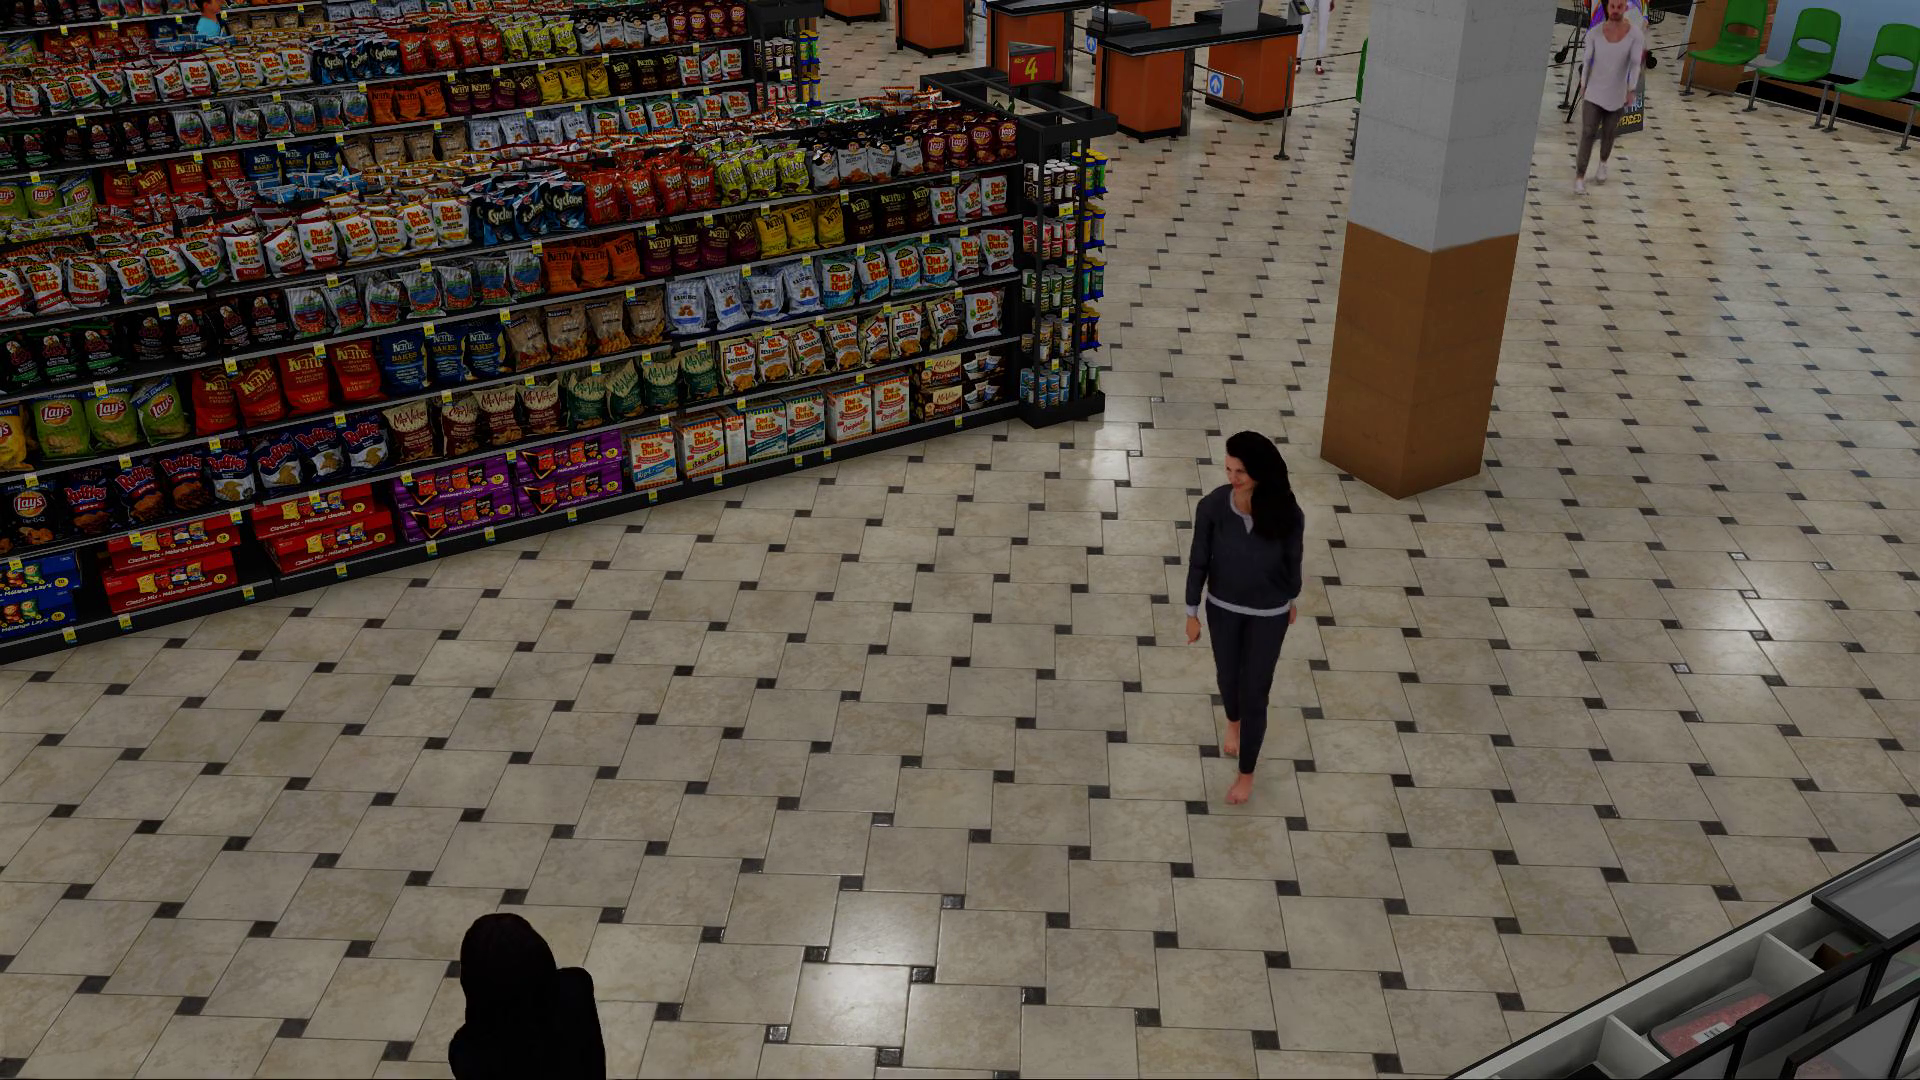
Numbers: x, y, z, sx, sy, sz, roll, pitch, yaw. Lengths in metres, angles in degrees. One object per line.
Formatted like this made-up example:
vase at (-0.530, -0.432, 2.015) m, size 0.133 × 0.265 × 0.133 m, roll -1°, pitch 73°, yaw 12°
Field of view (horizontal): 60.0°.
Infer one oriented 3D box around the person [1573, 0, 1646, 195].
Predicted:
person at (5.946, -4.109, 15.252) m, size 1.130 × 1.799 × 1.245 m, roll 10°, pitch 30°, yaw 18°

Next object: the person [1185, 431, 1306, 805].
person at (1.280, 0.263, 7.317) m, size 0.954 × 1.729 × 1.026 m, roll 5°, pitch 29°, yaw 9°

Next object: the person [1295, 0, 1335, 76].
person at (4.170, -6.335, 19.408) m, size 0.656 × 1.723 × 0.731 m, roll 5°, pitch 29°, yaw 10°

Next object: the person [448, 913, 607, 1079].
person at (-1.119, 1.756, 4.739) m, size 0.967 × 1.579 × 1.140 m, roll 21°, pitch 35°, yaw 34°
